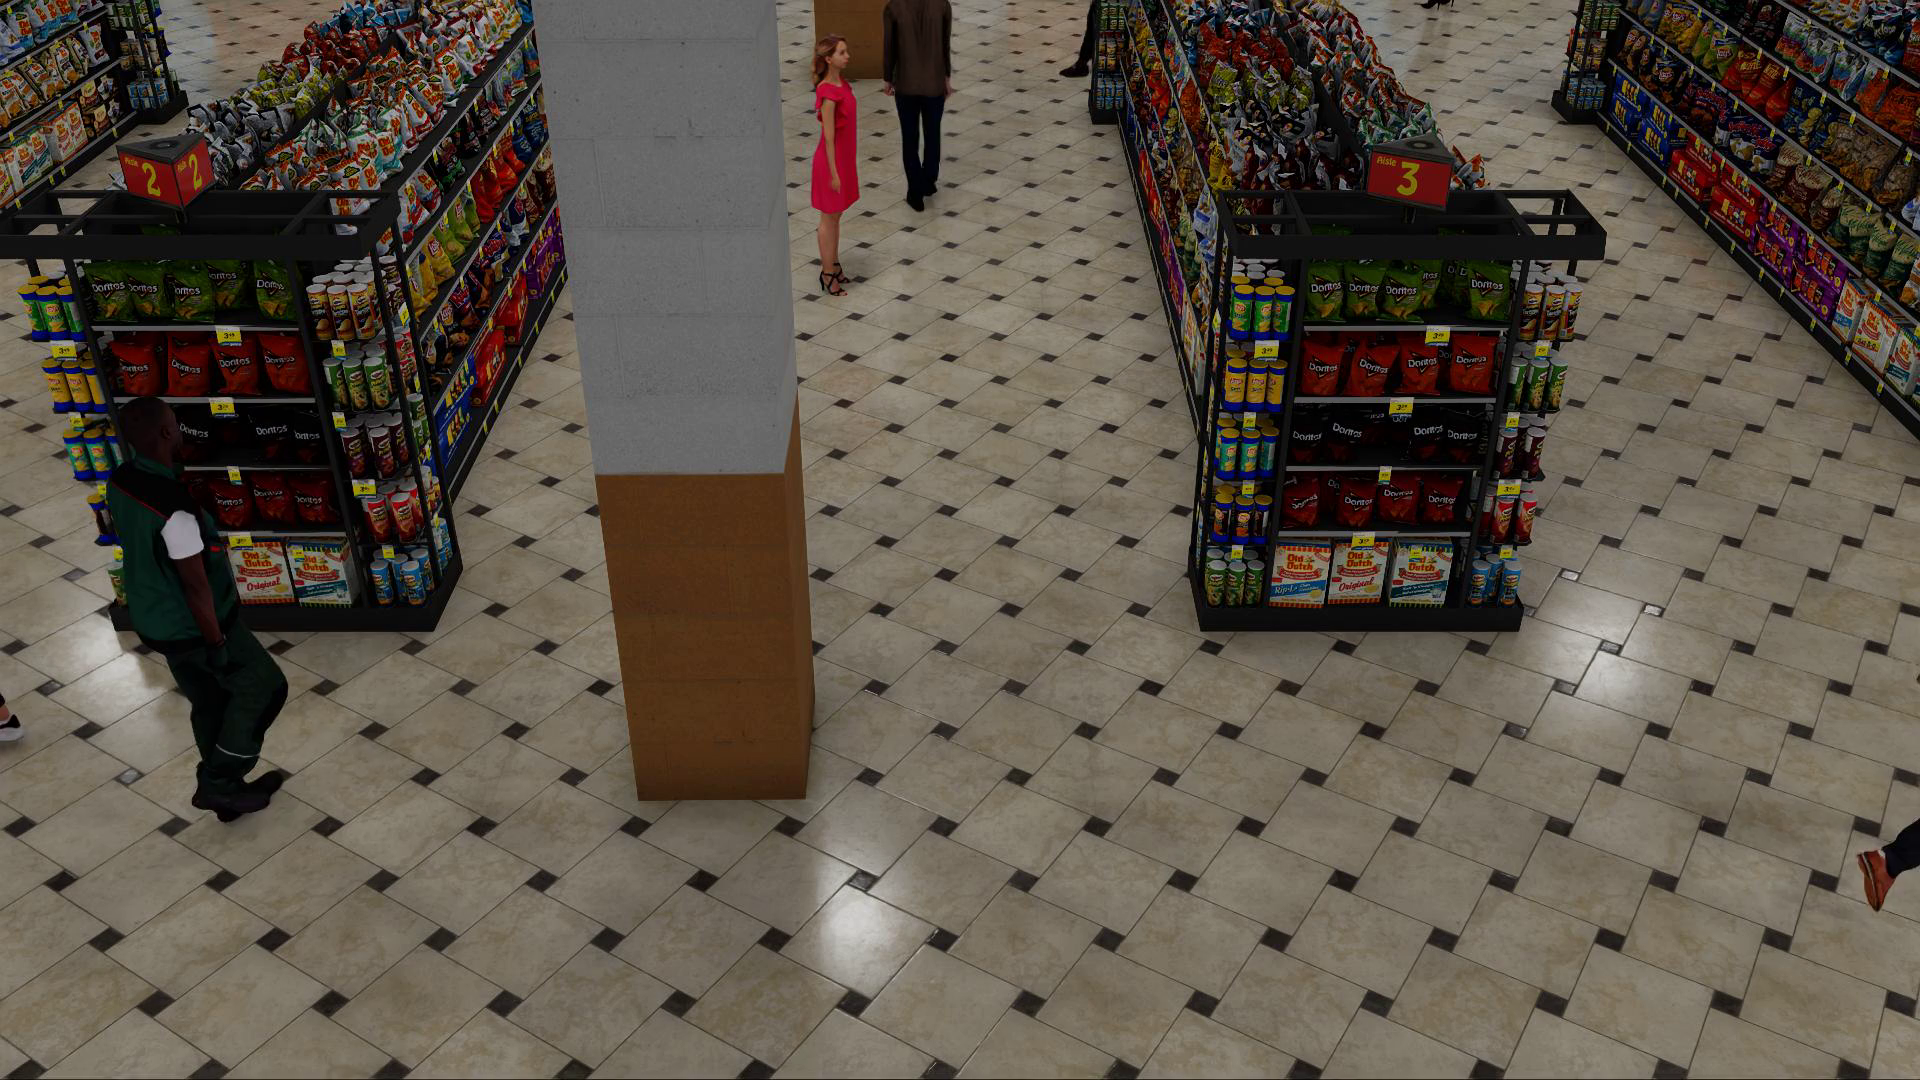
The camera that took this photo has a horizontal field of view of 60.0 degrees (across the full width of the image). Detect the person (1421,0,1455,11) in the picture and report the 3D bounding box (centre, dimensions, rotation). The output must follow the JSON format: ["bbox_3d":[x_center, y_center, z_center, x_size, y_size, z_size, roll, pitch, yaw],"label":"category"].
[{"bbox_3d":[5.099,-6.450,17.325,0.773,1.759,0.800,-19,36,-27],"label":"person"}]

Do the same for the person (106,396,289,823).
[{"bbox_3d":[-3.018,0.341,6.356,0.842,1.817,0.893,26,40,35],"label":"person"}]

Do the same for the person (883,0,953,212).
[{"bbox_3d":[-0.285,-3.322,12.191,0.706,1.872,0.700,-6,32,-9],"label":"person"}]

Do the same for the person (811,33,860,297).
[{"bbox_3d":[-0.843,-2.480,10.973,0.661,1.728,0.520,5,32,7],"label":"person"}]
